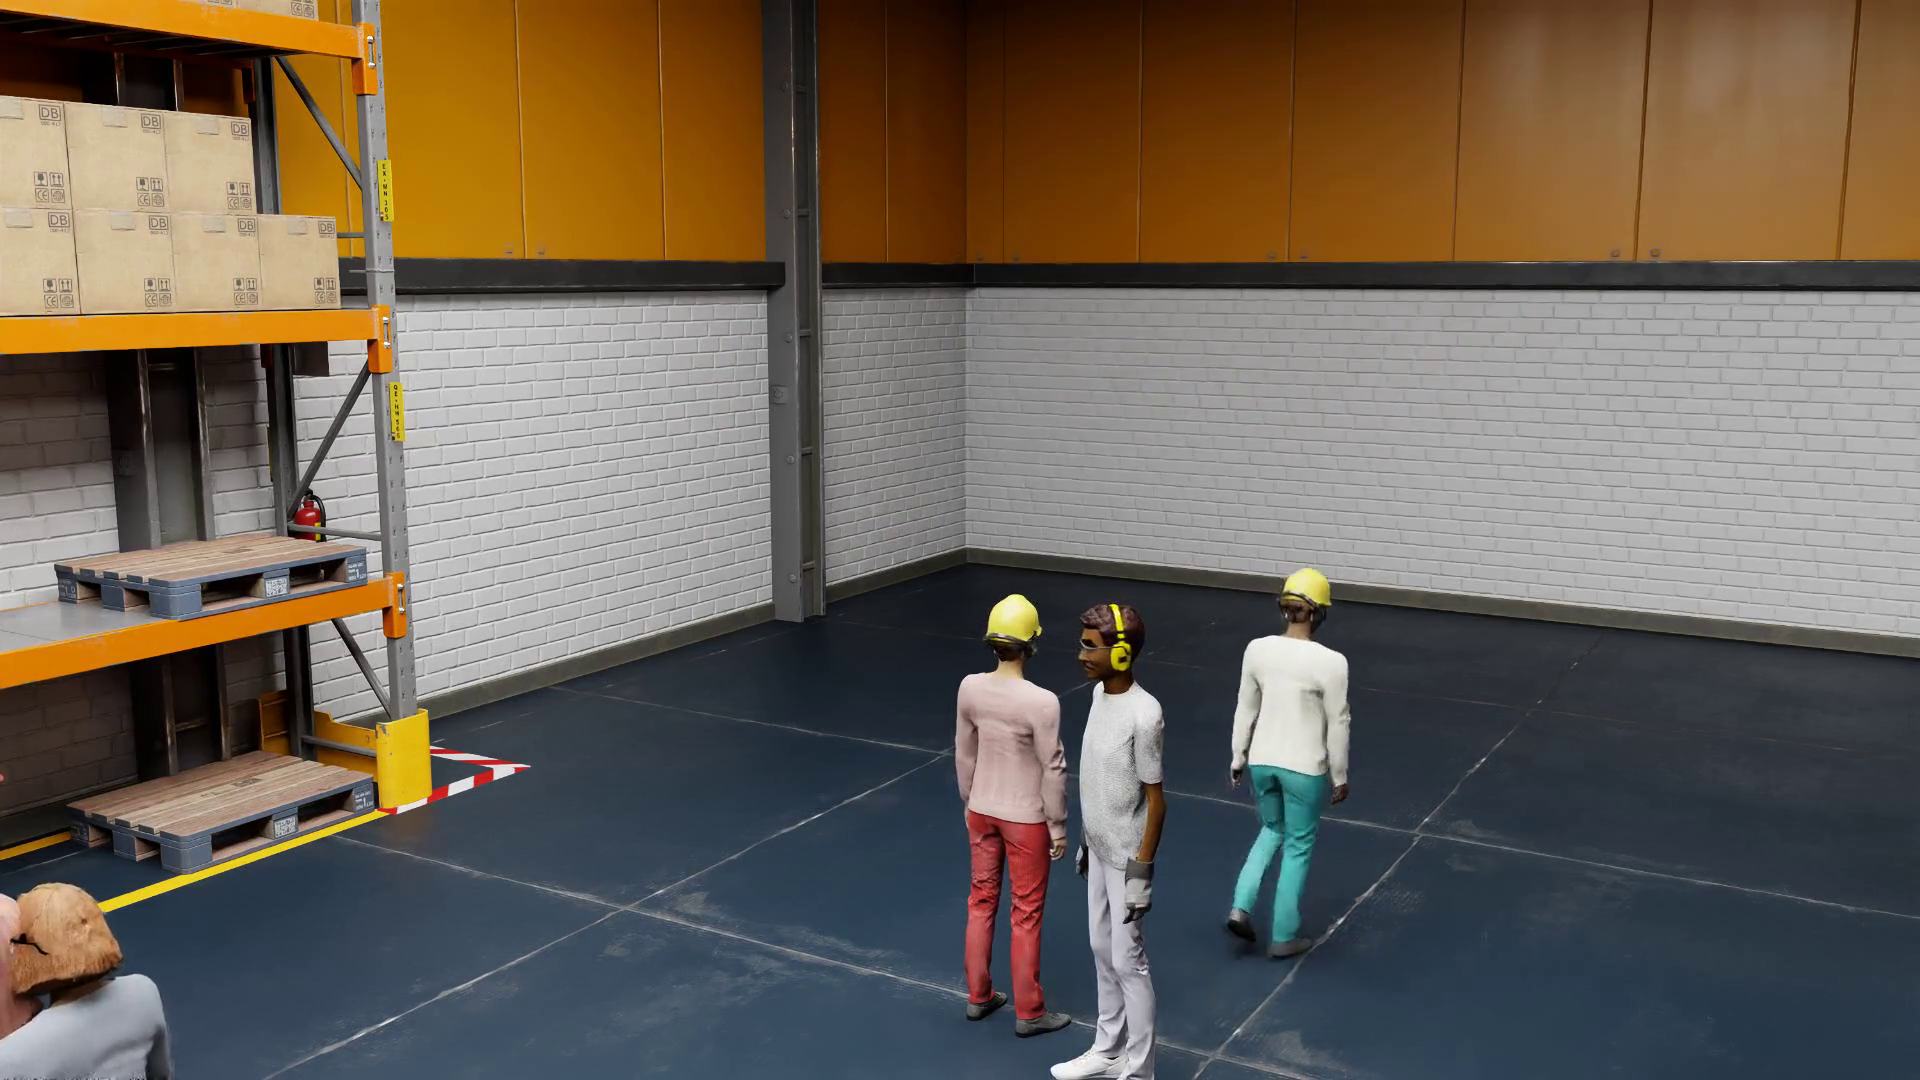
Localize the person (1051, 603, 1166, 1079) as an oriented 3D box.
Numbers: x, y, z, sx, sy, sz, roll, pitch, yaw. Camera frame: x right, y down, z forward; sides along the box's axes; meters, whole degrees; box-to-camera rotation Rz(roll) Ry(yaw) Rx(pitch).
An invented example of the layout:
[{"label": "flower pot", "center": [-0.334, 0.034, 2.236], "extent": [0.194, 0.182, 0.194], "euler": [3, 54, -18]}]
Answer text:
[{"label": "person", "center": [0.550, 1.144, 6.025], "extent": [0.316, 1.867, 0.531], "euler": [-3, 10, -19]}]

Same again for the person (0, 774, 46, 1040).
[{"label": "person", "center": [-2.419, 1.405, 3.990], "extent": [0.624, 1.993, 0.385], "euler": [2, 9, 13]}]

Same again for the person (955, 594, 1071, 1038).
[{"label": "person", "center": [0.213, 1.093, 6.642], "extent": [0.533, 1.772, 0.299], "euler": [8, 12, 40]}]

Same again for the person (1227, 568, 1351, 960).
[{"label": "person", "center": [1.470, 0.995, 7.366], "extent": [0.440, 1.741, 0.529], "euler": [-9, 13, -43]}]

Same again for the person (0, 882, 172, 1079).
[{"label": "person", "center": [-2.032, 1.608, 3.951], "extent": [0.407, 1.604, 0.519], "euler": [2, 9, 15]}]
